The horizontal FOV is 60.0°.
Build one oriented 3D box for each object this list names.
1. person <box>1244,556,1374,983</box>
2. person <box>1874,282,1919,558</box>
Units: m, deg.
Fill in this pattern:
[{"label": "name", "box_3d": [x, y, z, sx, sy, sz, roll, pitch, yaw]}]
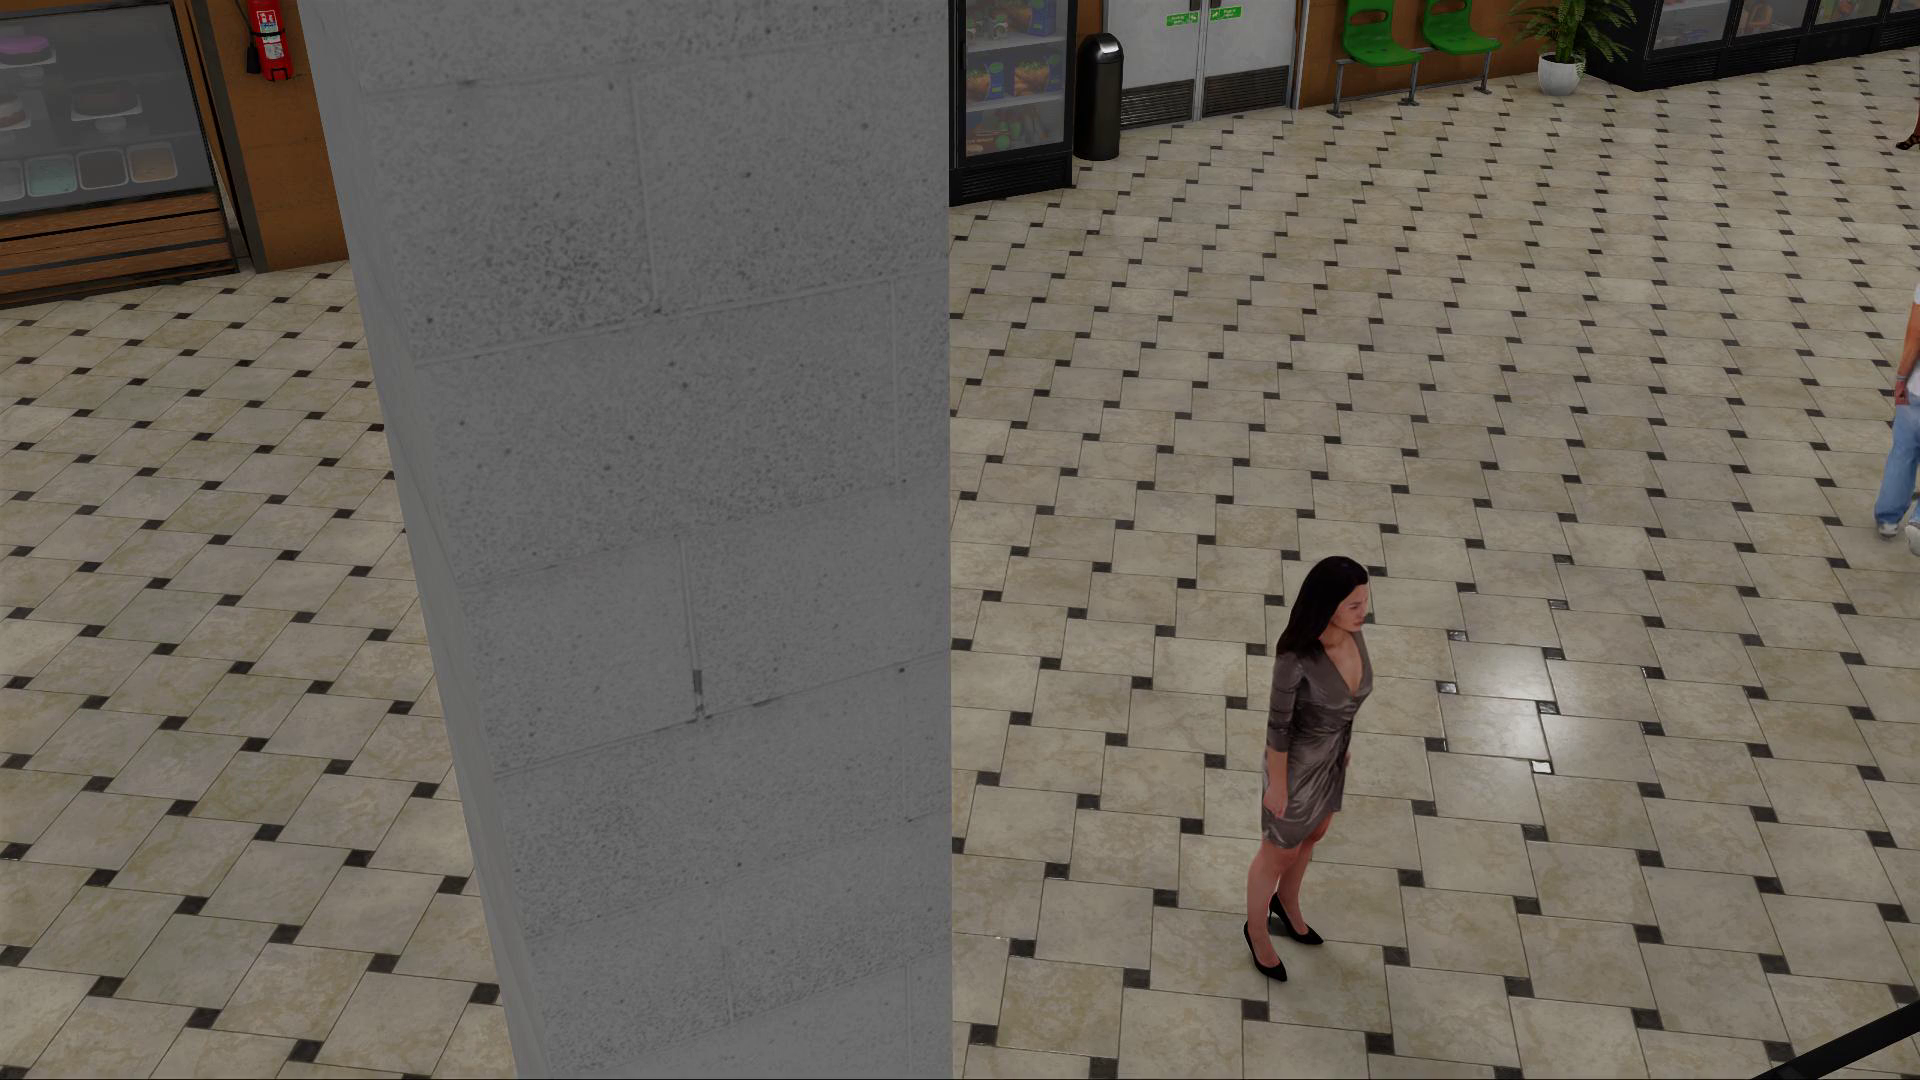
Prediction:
[{"label": "person", "box_3d": [1.207, 0.789, 5.795, 0.630, 1.744, 0.667, 27, 41, 36]}, {"label": "person", "box_3d": [4.848, -0.731, 8.142, 0.986, 1.844, 0.993, 19, 37, 28]}]
